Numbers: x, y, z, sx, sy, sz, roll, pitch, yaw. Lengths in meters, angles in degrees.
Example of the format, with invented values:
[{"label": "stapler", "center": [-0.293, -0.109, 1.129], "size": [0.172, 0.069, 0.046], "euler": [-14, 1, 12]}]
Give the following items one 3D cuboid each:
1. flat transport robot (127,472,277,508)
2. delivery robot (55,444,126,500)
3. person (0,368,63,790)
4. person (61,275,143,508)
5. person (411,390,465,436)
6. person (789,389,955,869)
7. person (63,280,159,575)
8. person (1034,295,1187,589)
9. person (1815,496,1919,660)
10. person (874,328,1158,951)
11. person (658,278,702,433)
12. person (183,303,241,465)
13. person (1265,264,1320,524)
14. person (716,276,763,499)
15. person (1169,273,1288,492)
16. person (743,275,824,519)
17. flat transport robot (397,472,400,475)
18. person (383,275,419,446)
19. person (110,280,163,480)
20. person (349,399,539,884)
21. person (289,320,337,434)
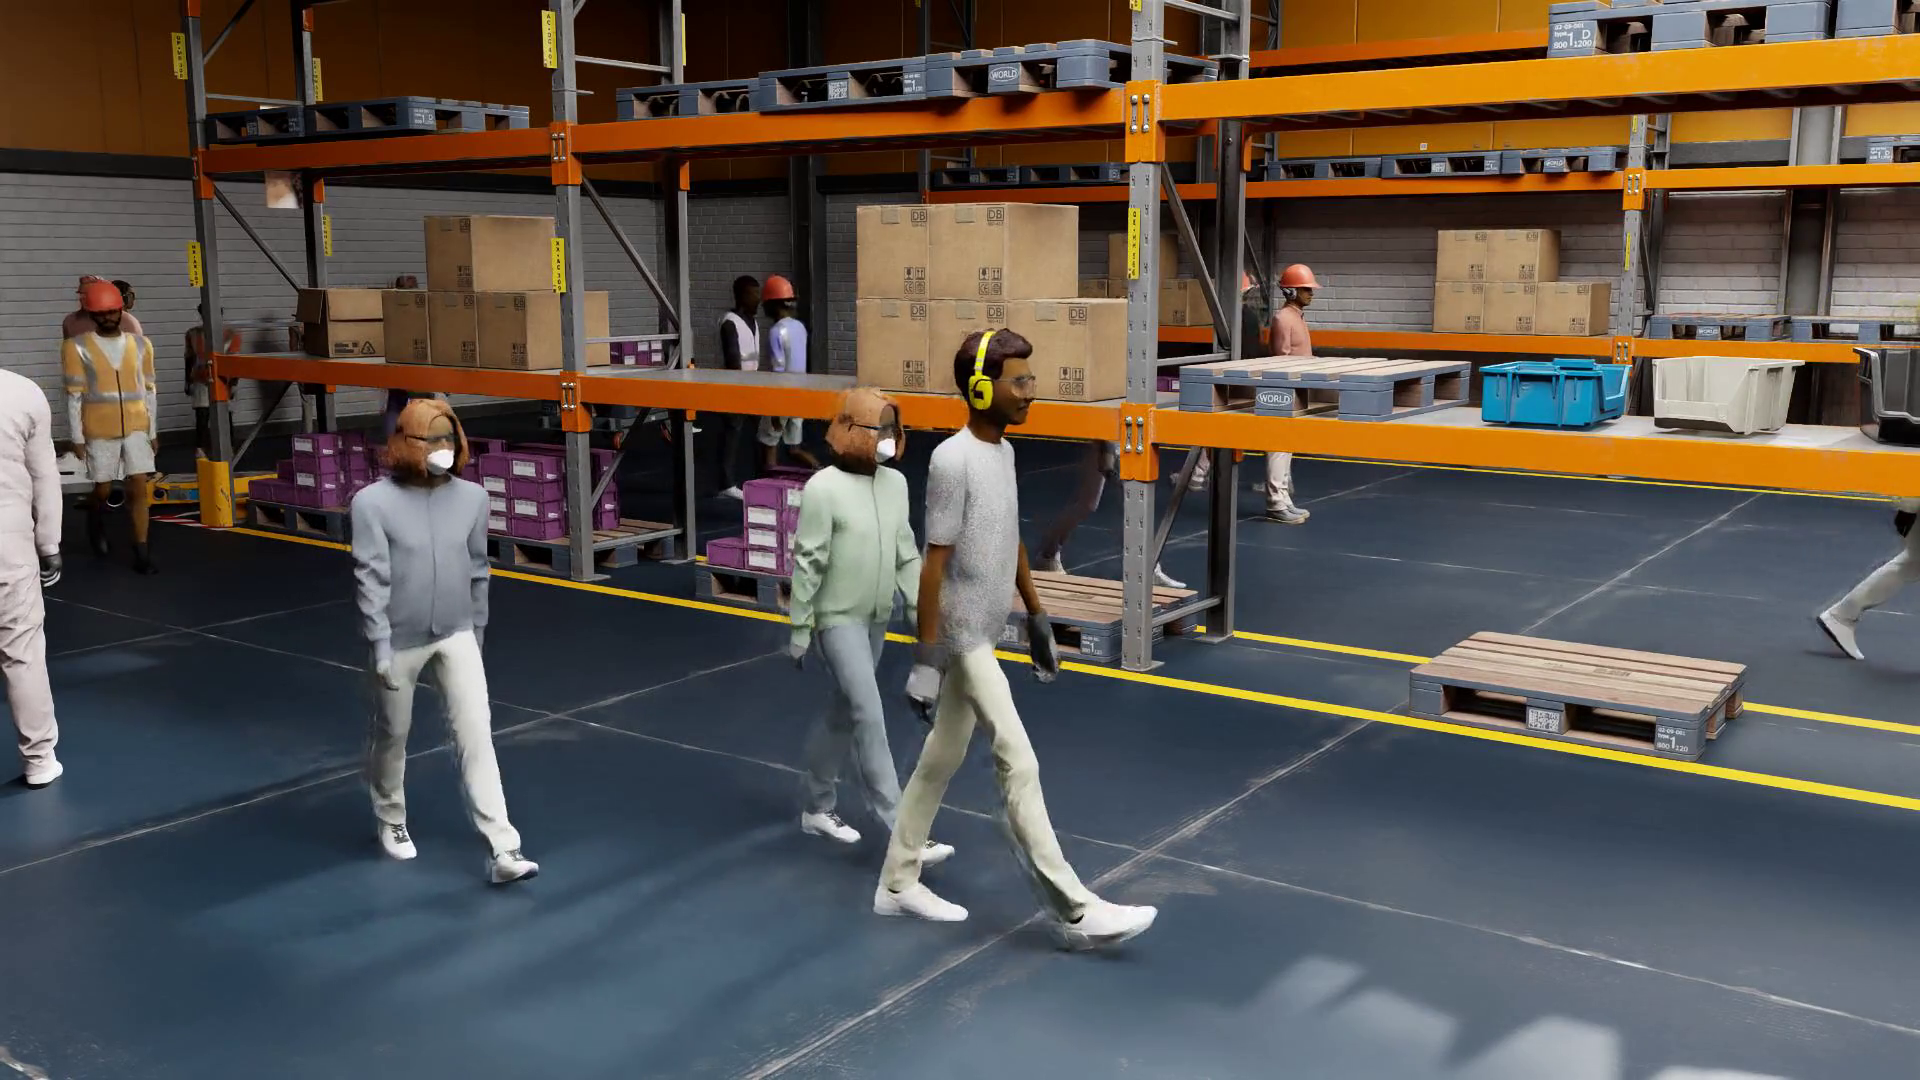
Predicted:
[{"label": "flat transport robot", "center": [-6.162, -0.433, 13.881], "size": [1.431, 0.197, 0.652], "euler": [-3, 10, -16]}, {"label": "delivery robot", "center": [-7.074, -0.529, 13.328], "size": [0.707, 0.478, 0.477], "euler": [-6, 11, -31]}, {"label": "person", "center": [-3.726, 0.031, 6.252], "size": [0.643, 1.909, 0.410], "euler": [-7, 12, -34]}, {"label": "person", "center": [-7.028, -1.206, 13.634], "size": [0.642, 1.905, 0.399], "euler": [0, 10, 0]}, {"label": "person", "center": [-5.022, -1.438, 15.966], "size": [0.861, 1.585, 0.502], "euler": [-7, 12, -36]}, {"label": "person", "center": [-0.266, 0.299, 5.569], "size": [0.831, 1.588, 0.519], "euler": [7, 12, 34]}, {"label": "person", "center": [-5.554, -0.744, 10.886], "size": [0.544, 1.910, 0.828], "euler": [-8, 13, -41]}, {"label": "person", "center": [0.898, -0.605, 10.307], "size": [0.981, 1.827, 0.537], "euler": [6, 11, 31]}, {"label": "person", "center": [4.709, -0.274, 8.118], "size": [0.909, 1.896, 0.597], "euler": [9, 13, 43]}, {"label": "person", "center": [0.145, 0.303, 4.896], "size": [0.971, 1.823, 0.552], "euler": [3, 10, 17]}, {"label": "person", "center": [-3.306, -2.219, 19.592], "size": [0.370, 1.925, 0.595], "euler": [-8, 13, -41]}, {"label": "person", "center": [-7.316, -1.521, 16.263], "size": [0.566, 1.634, 0.852], "euler": [-2, 10, -13]}, {"label": "person", "center": [2.568, -1.130, 12.903], "size": [0.393, 1.995, 0.612], "euler": [4, 10, 22]}, {"label": "person", "center": [-1.754, -1.266, 14.008], "size": [0.746, 1.887, 0.606], "euler": [3, 10, 17]}, {"label": "person", "center": [2.411, -1.371, 14.529], "size": [1.043, 1.942, 0.615], "euler": [5, 11, 28]}, {"label": "person", "center": [-1.295, -1.071, 12.799], "size": [0.764, 1.918, 0.557], "euler": [4, 10, 23]}, {"label": "flat transport robot", "center": [-4.768, -0.484, 14.181], "size": [1.431, 0.197, 0.652], "euler": [-3, 10, -17]}, {"label": "person", "center": [-5.470, -1.718, 16.772], "size": [0.848, 1.874, 0.647], "euler": [-4, 10, -22]}, {"label": "person", "center": [-7.672, -1.460, 15.319], "size": [0.506, 1.846, 0.346], "euler": [7, 12, 35]}, {"label": "person", "center": [-1.724, 0.333, 5.422], "size": [0.505, 1.580, 0.884], "euler": [-8, 13, -40]}, {"label": "person", "center": [-7.263, -1.926, 18.724], "size": [0.517, 1.632, 0.315], "euler": [-4, 10, -23]}]
